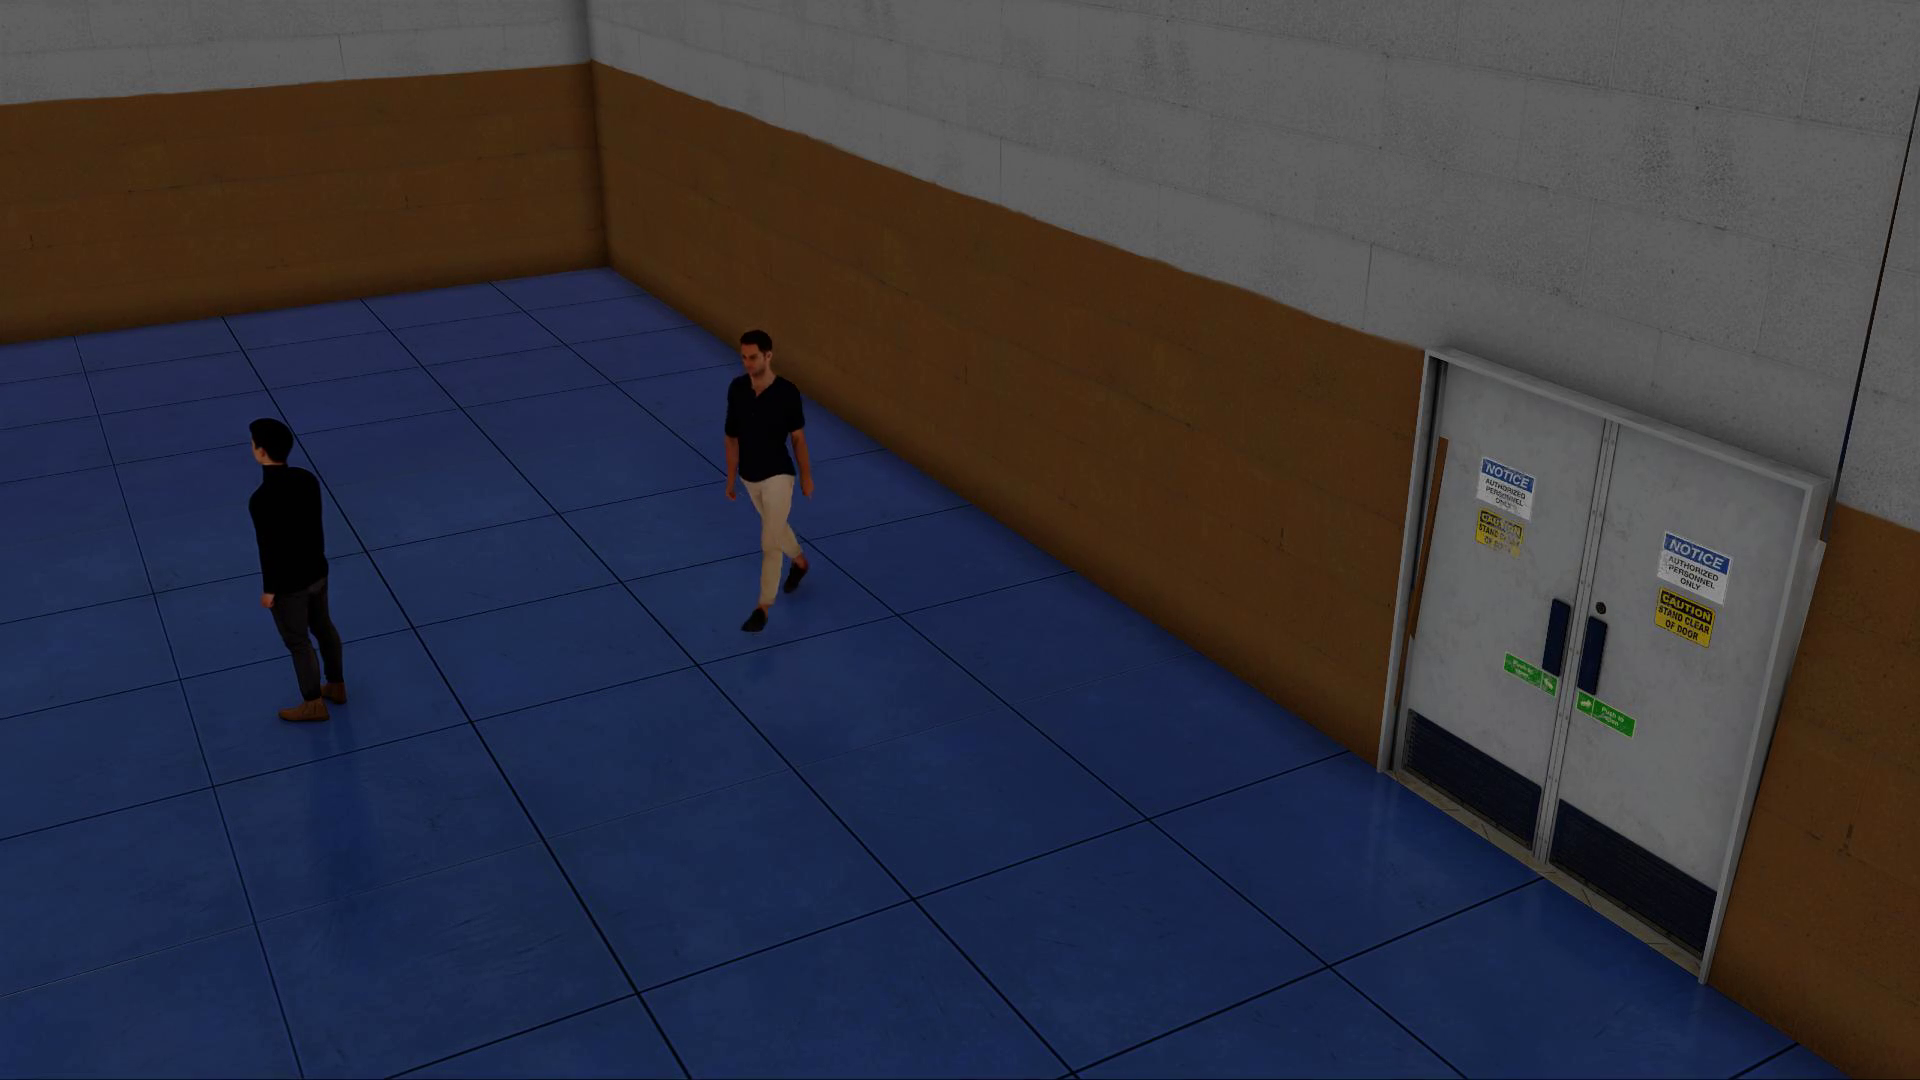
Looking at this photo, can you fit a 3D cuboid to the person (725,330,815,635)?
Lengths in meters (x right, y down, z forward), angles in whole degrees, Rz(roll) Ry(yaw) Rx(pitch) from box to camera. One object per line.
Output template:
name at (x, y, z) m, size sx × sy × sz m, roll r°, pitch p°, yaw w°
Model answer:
person at (-1.129, -0.404, 10.126) m, size 1.094 × 1.799 × 1.284 m, roll 9°, pitch 25°, yaw 20°

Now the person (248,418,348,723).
person at (-3.584, 0.160, 8.966) m, size 0.775 × 1.722 × 0.707 m, roll 7°, pitch 25°, yaw 16°
